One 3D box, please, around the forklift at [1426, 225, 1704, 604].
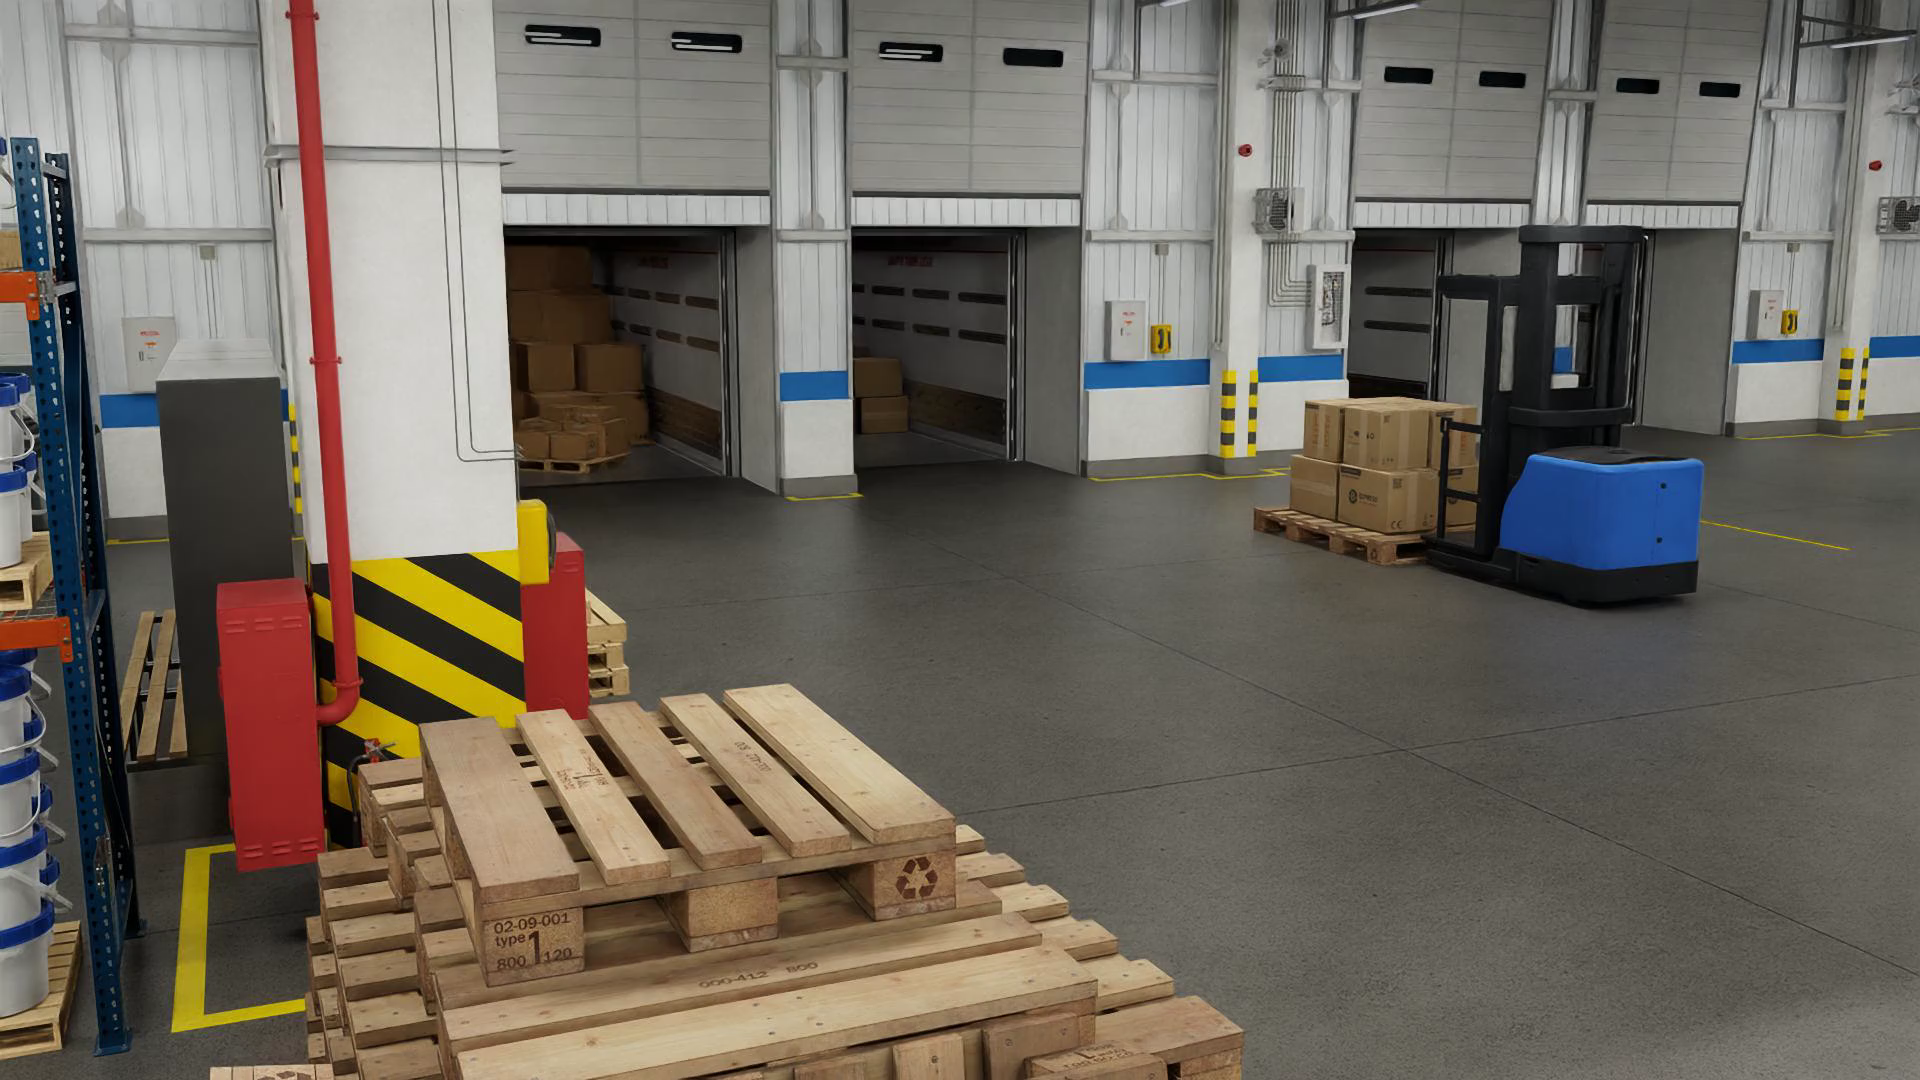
[{"bbox_3d":[4.755,-1.046,12.953,1.129,2.768,1.873,-4,11,-23],"label":"forklift"}]
